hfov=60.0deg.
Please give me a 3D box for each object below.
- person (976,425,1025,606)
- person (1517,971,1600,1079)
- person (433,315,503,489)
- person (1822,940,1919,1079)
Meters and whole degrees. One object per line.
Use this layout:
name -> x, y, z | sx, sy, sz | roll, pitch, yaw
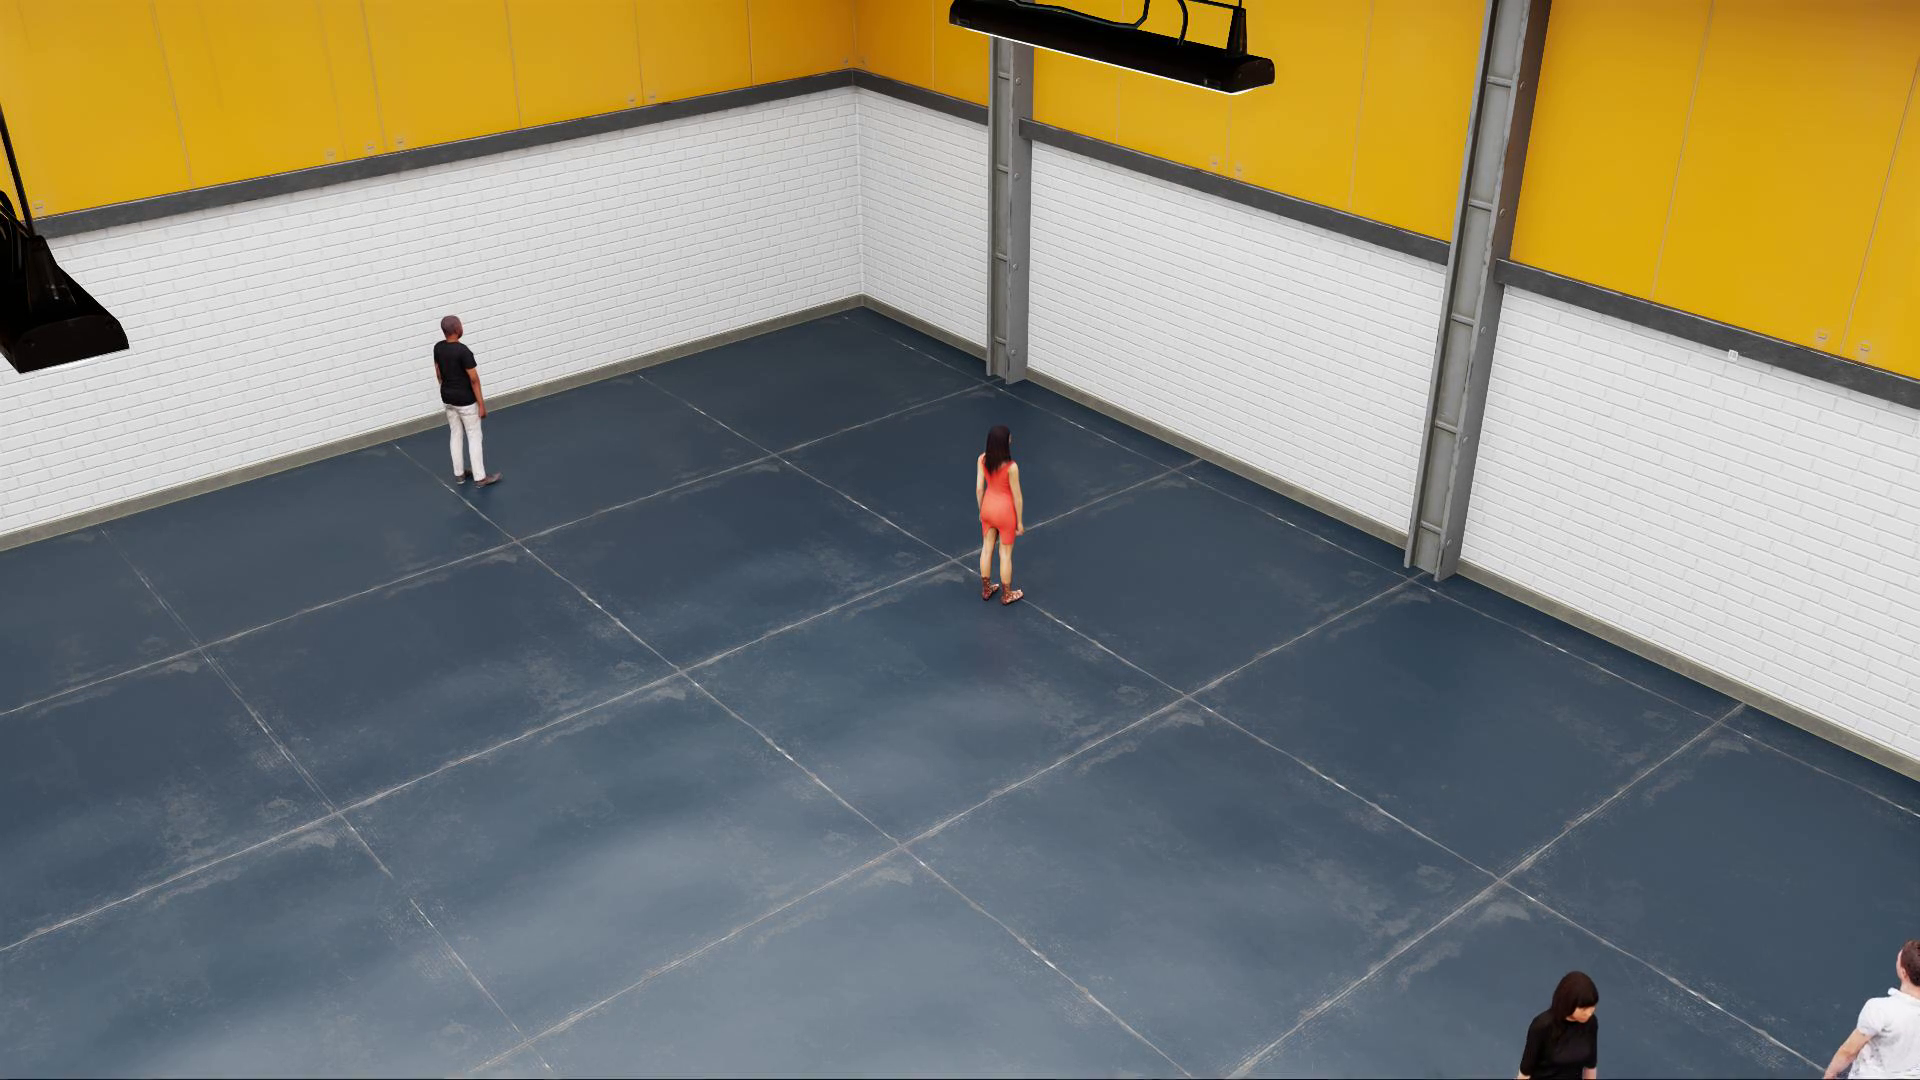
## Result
person -> 0.342, -0.229, 14.688 | 0.550, 1.719, 0.708 | 17, 33, 28
person -> 3.168, 2.923, 9.018 | 0.825, 1.616, 1.015 | -8, 30, -14
person -> -5.029, -1.402, 16.750 | 0.671, 1.804, 0.808 | 12, 31, 22
person -> 4.901, 2.938, 8.759 | 0.895, 1.837, 0.954 | -2, 29, -3
